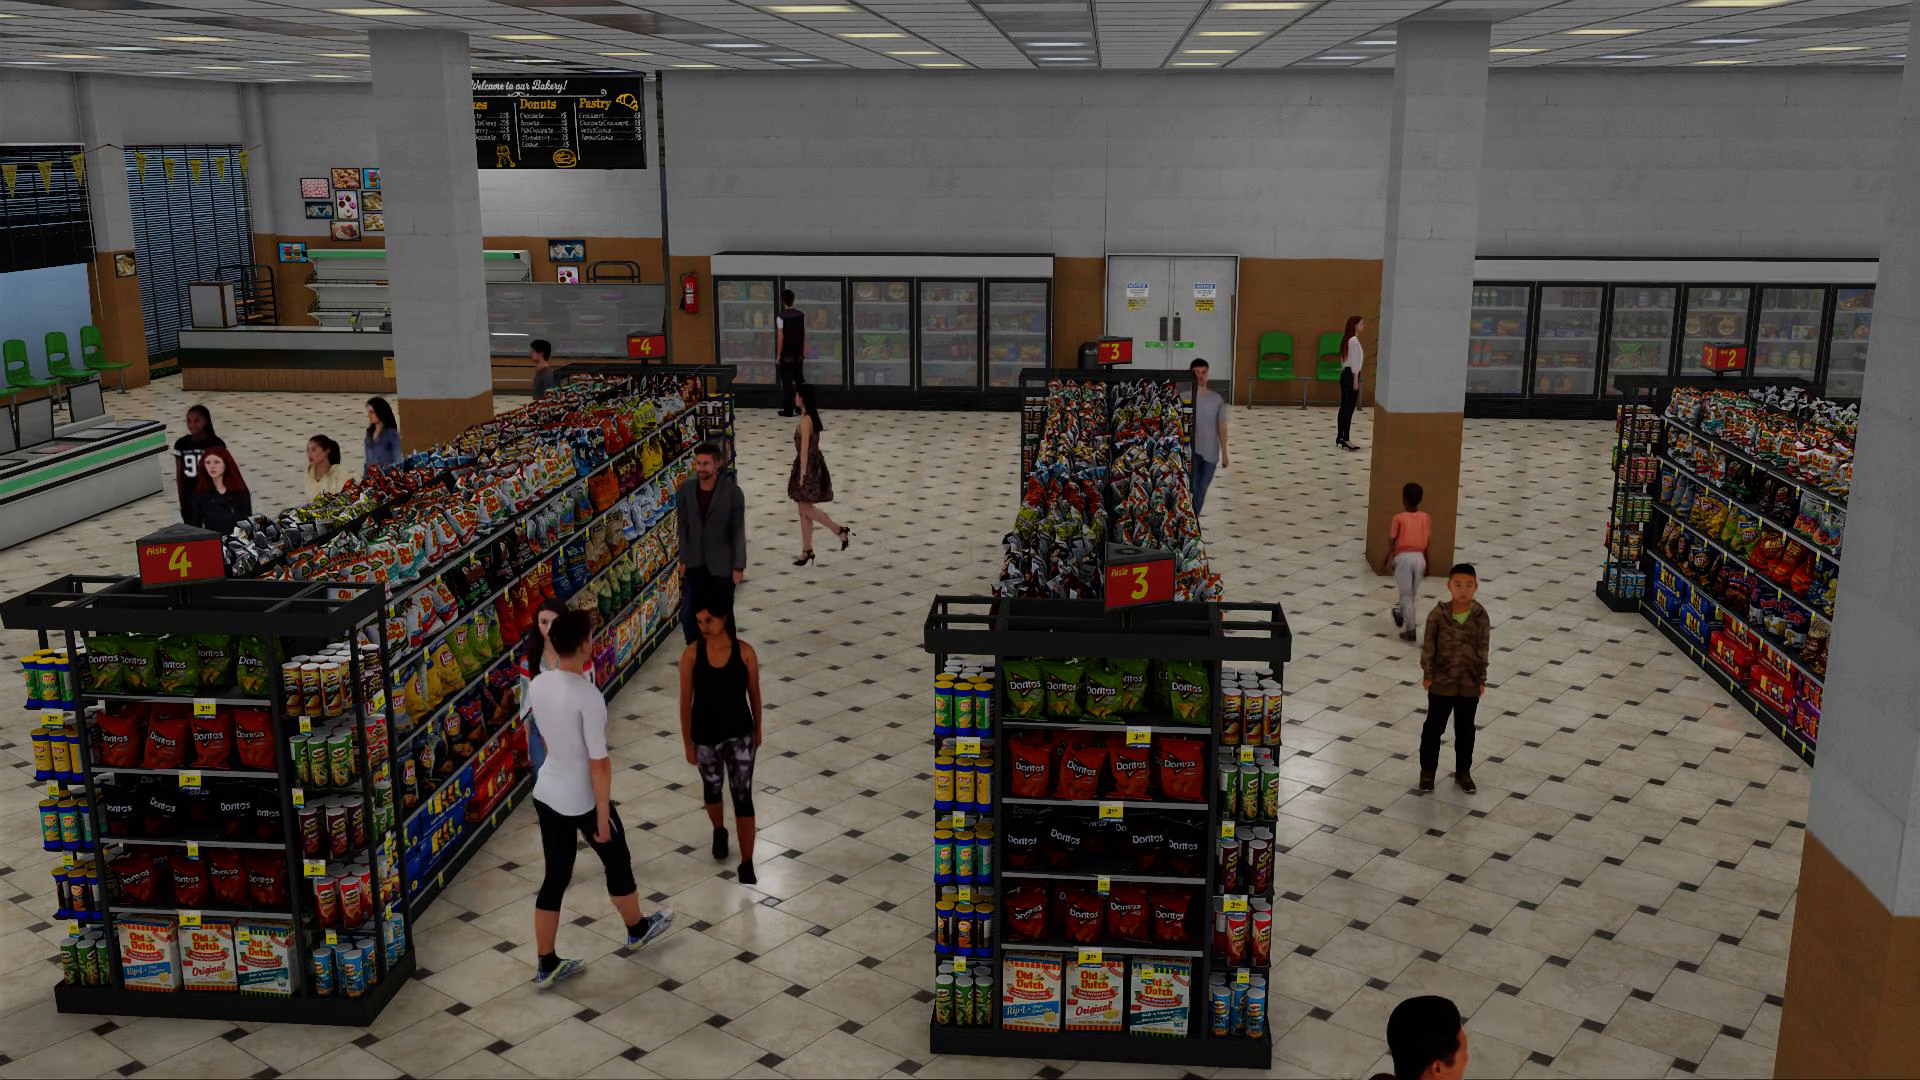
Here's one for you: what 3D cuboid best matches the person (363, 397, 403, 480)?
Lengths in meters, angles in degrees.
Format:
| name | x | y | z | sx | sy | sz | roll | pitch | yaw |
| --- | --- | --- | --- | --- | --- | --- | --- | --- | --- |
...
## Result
| name | x | y | z | sx | sy | sz | roll | pitch | yaw |
| --- | --- | --- | --- | --- | --- | --- | --- | --- | --- |
| person | -5.117 | -0.421 | 15.044 | 0.747 | 1.761 | 0.796 | 10 | 17 | 36 |

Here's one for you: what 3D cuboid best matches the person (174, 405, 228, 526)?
| name | x | y | z | sx | sy | sz | roll | pitch | yaw |
| --- | --- | --- | --- | --- | --- | --- | --- | --- | --- |
| person | -6.708 | -0.350 | 14.849 | 0.744 | 1.715 | 0.872 | -2 | 14 | -9 |

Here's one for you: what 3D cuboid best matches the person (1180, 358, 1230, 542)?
| name | x | y | z | sx | sy | sz | roll | pitch | yaw |
| --- | --- | --- | --- | --- | --- | --- | --- | --- | --- |
| person | 2.397 | -0.881 | 16.761 | 0.885 | 1.845 | 1.250 | -2 | 14 | -9 |

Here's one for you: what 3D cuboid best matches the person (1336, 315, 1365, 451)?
| name | x | y | z | sx | sy | sz | roll | pitch | yaw |
| --- | --- | --- | --- | --- | --- | --- | --- | --- | --- |
| person | 5.139 | -2.082 | 21.898 | 0.685 | 1.759 | 0.483 | -1 | 14 | -5 |

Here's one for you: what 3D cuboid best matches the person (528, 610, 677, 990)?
| name | x | y | z | sx | sy | sz | roll | pitch | yaw |
| --- | --- | --- | --- | --- | --- | --- | --- | --- | --- |
| person | -1.914 | 1.270 | 7.939 | 0.987 | 1.823 | 1.166 | 9 | 16 | 32 |

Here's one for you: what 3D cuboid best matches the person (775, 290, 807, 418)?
| name | x | y | z | sx | sy | sz | roll | pitch | yaw |
| --- | --- | --- | --- | --- | --- | --- | --- | --- | --- |
| person | -2.473 | -2.746 | 24.446 | 0.735 | 1.848 | 0.792 | -11 | 17 | -38 |

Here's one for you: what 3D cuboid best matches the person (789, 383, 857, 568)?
| name | x | y | z | sx | sy | sz | roll | pitch | yaw |
| --- | --- | --- | --- | --- | --- | --- | --- | --- | --- |
| person | -1.344 | -0.592 | 15.760 | 0.686 | 1.756 | 0.779 | 1 | 14 | 5 |

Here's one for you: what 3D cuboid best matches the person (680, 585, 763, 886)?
| name | x | y | z | sx | sy | sz | roll | pitch | yaw |
| --- | --- | --- | --- | --- | --- | --- | --- | --- | --- |
| person | -1.331 | 1.048 | 9.251 | 0.768 | 1.637 | 1.111 | -2 | 14 | -9 |

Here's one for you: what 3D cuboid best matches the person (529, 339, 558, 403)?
| name | x | y | z | sx | sy | sz | roll | pitch | yaw |
| --- | --- | --- | --- | --- | --- | --- | --- | --- | --- |
| person | -4.519 | -1.300 | 18.571 | 1.001 | 1.807 | 1.206 | -3 | 14 | -13 |

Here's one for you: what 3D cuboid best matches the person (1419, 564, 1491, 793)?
| name | x | y | z | sx | sy | sz | roll | pitch | yaw |
| --- | --- | --- | --- | --- | --- | --- | --- | --- | --- |
| person | 3.101 | 0.856 | 10.426 | 0.568 | 1.455 | 0.564 | 1 | 14 | 3 |

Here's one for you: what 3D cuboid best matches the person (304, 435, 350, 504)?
| name | x | y | z | sx | sy | sz | roll | pitch | yaw |
| --- | --- | --- | --- | --- | --- | --- | --- | --- | --- |
| person | -5.220 | -0.079 | 14.000 | 0.796 | 1.588 | 1.160 | 4 | 14 | 17 |

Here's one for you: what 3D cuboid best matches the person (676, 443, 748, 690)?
| name | x | y | z | sx | sy | sz | roll | pitch | yaw |
| --- | --- | --- | --- | --- | --- | --- | --- | --- | --- |
| person | -1.828 | 0.180 | 12.360 | 0.718 | 1.858 | 0.710 | 2 | 14 | 7 |

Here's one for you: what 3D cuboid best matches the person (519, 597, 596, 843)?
| name | x | y | z | sx | sy | sz | roll | pitch | yaw |
| --- | --- | --- | --- | --- | --- | --- | --- | --- | --- |
| person | -2.180 | 1.081 | 9.199 | 0.653 | 1.597 | 0.863 | 0 | 14 | -1 |

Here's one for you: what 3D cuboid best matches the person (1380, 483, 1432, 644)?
| name | x | y | z | sx | sy | sz | roll | pitch | yaw |
| --- | --- | --- | --- | --- | --- | --- | --- | --- | --- |
| person | 3.664 | 0.207 | 13.469 | 0.632 | 1.283 | 0.889 | -2 | 14 | -7 |

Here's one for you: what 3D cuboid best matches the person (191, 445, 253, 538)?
| name | x | y | z | sx | sy | sz | roll | pitch | yaw |
| --- | --- | --- | --- | --- | --- | --- | --- | --- | --- |
| person | -5.567 | 0.165 | 12.703 | 0.790 | 1.725 | 1.269 | -2 | 14 | -8 |
